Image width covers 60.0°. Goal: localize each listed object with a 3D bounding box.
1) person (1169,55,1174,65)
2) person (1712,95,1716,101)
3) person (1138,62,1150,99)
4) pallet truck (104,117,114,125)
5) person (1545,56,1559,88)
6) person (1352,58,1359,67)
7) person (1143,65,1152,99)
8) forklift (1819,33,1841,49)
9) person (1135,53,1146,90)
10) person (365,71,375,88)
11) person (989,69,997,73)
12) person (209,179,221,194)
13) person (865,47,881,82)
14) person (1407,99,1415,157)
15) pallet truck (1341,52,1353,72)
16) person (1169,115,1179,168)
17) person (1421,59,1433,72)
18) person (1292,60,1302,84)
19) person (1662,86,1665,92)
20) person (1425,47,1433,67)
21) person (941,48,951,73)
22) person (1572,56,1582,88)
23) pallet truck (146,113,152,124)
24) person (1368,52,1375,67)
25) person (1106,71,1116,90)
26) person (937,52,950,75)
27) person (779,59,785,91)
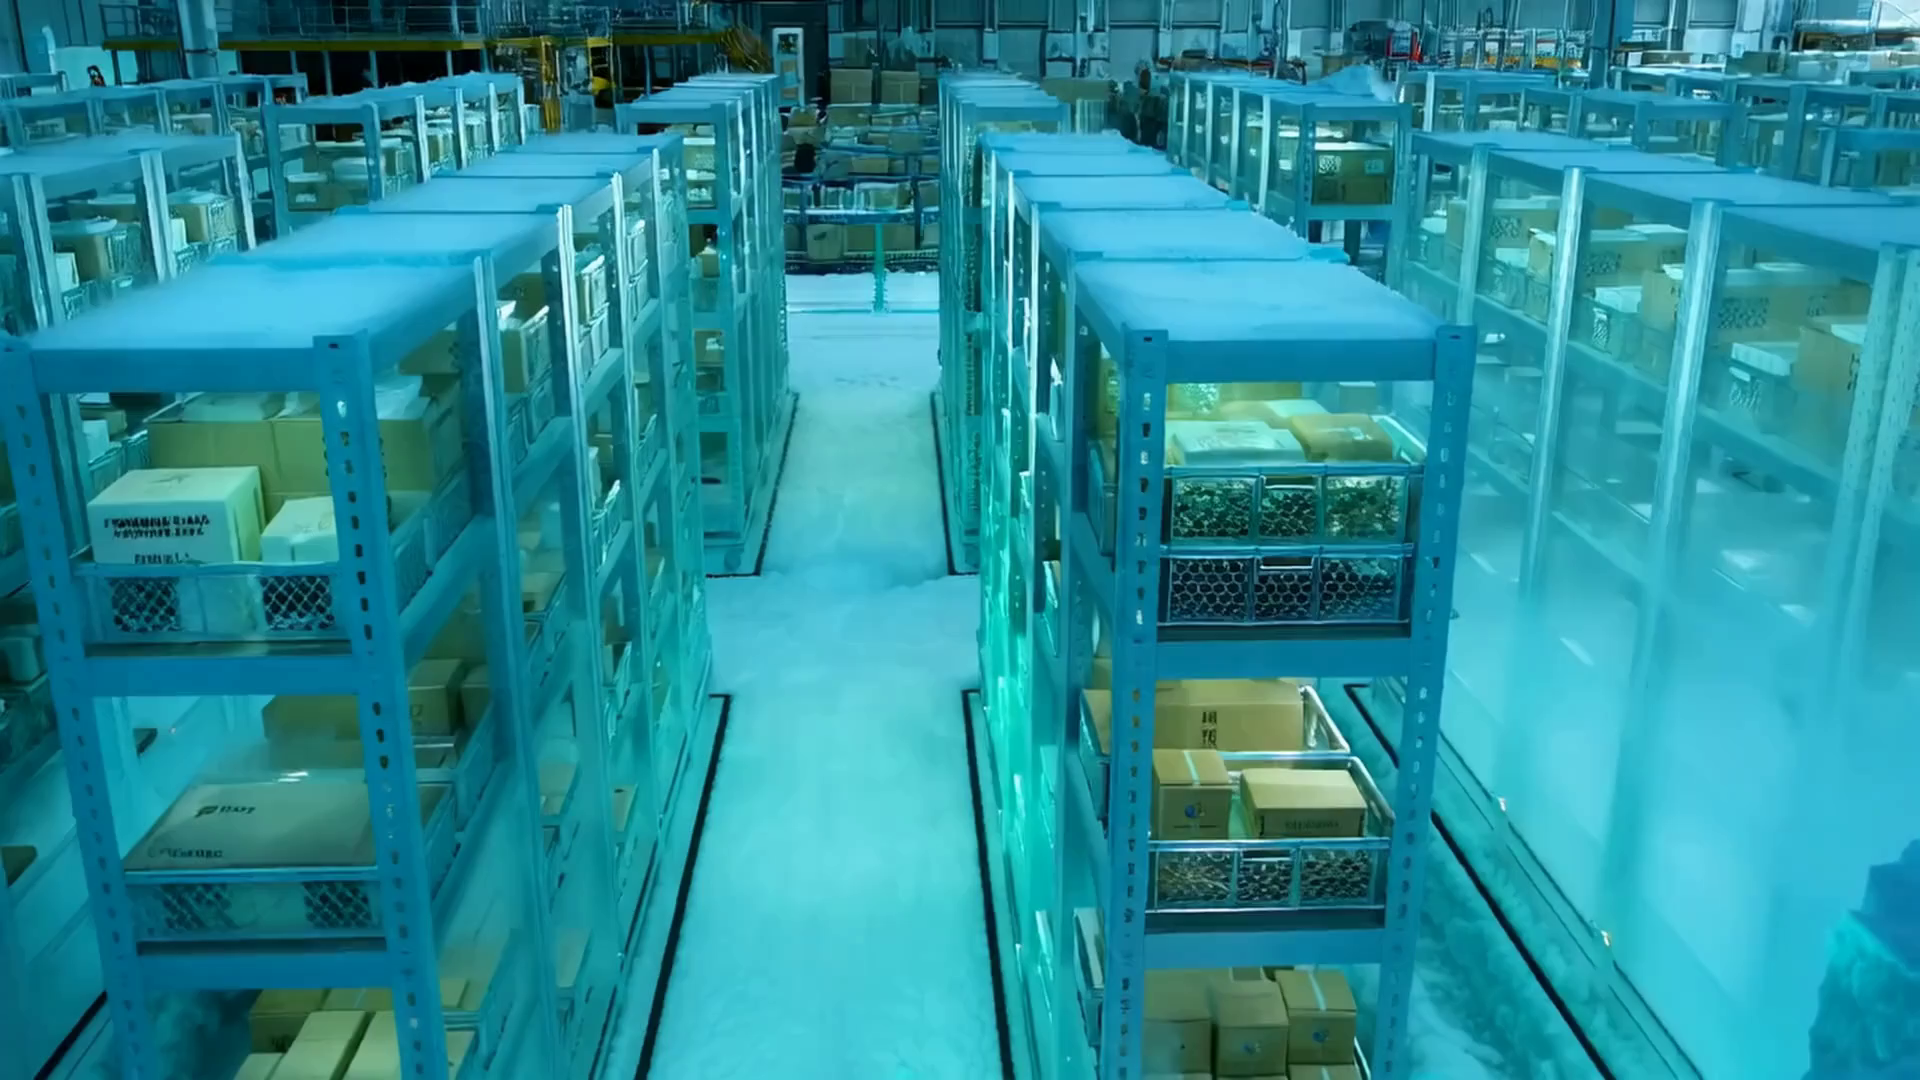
[{"bbox_3d":[10.592,-23.354,83.275,0.965,1.795,0.638,2,18,5],"label":"person"},{"bbox_3d":[24.903,-14.226,55.005,0.890,1.815,0.550,13,22,35],"label":"person"},{"bbox_3d":[7.474,-18.430,67.710,0.375,1.997,0.612,-15,23,-39],"label":"person"},{"bbox_3d":[-18.367,-7.885,35.078,1.885,1.965,0.823,1,18,2],"label":"pallet truck"},{"bbox_3d":[27.640,-21.599,77.653,0.704,1.911,0.553,-7,19,-22],"label":"person"},{"bbox_3d":[19.654,-23.209,83.022,0.554,1.656,0.829,-13,22,-34],"label":"person"},{"bbox_3d":[7.924,-19.307,70.812,0.543,1.741,0.606,-1,18,-2],"label":"person"},{"bbox_3d":[43.982,-24.305,84.475,1.129,2.768,1.873,-1,18,-2],"label":"forklift"},{"bbox_3d":[9.025,-23.328,82.988,0.552,1.918,0.636,16,24,40],"label":"person"},{"bbox_3d":[-22.319,-16.777,62.821,0.818,1.860,0.576,-1,18,-2],"label":"person"},{"bbox_3d":[1.251,-16.049,60.293,0.558,2.025,0.636,-13,22,-34],"label":"person"},{"bbox_3d":[-11.584,-4.907,26.154,0.536,1.817,0.598,12,21,33],"label":"person"},{"bbox_3d":[-4.892,-26.776,93.692,0.967,1.912,0.609,3,18,10],"label":"person"},{"bbox_3d":[12.224,-11.075,45.245,0.617,1.808,0.469,-2,18,-7],"label":"person"},{"bbox_3d":[18.794,-23.123,82.231,0.823,1.965,1.885,-13,22,-35],"label":"pallet truck"},{"bbox_3d":[5.123,-9.353,40.006,0.341,1.758,0.526,-2,18,-7],"label":"person"},{"bbox_3d":[20.435,-20.052,72.840,0.585,1.927,0.366,-7,19,-21],"label":"person"},{"bbox_3d":[15.987,-21.914,78.969,0.903,1.693,0.503,12,21,33],"label":"person"},{"bbox_3d":[26.197,-16.386,61.912,0.530,1.666,0.817,-13,22,-36],"label":"person"},{"bbox_3d":[26.038,-26.391,92.438,0.376,1.939,0.547,0,18,-1],"label":"person"},{"bbox_3d":[-0.692,-26.608,93.212,0.915,1.881,0.586,10,20,27],"label":"person"},{"bbox_3d":[28.757,-21.611,77.687,0.646,1.901,0.606,15,23,38],"label":"person"},{"bbox_3d":[-18.087,-8.309,36.390,1.885,1.965,0.823,-1,18,-4],"label":"pallet truck"},{"bbox_3d":[21.268,-24.285,86.075,0.348,1.842,0.506,-3,18,-9],"label":"person"},{"bbox_3d":[5.662,-16.602,62.283,0.328,1.861,0.501,-15,23,-39],"label":"person"},{"bbox_3d":[-0.826,-23.603,83.854,0.618,1.897,0.724,0,18,0],"label":"person"},{"bbox_3d":[-8.701,-22.749,81.324,0.430,1.845,0.624,-7,19,-20],"label":"person"}]
